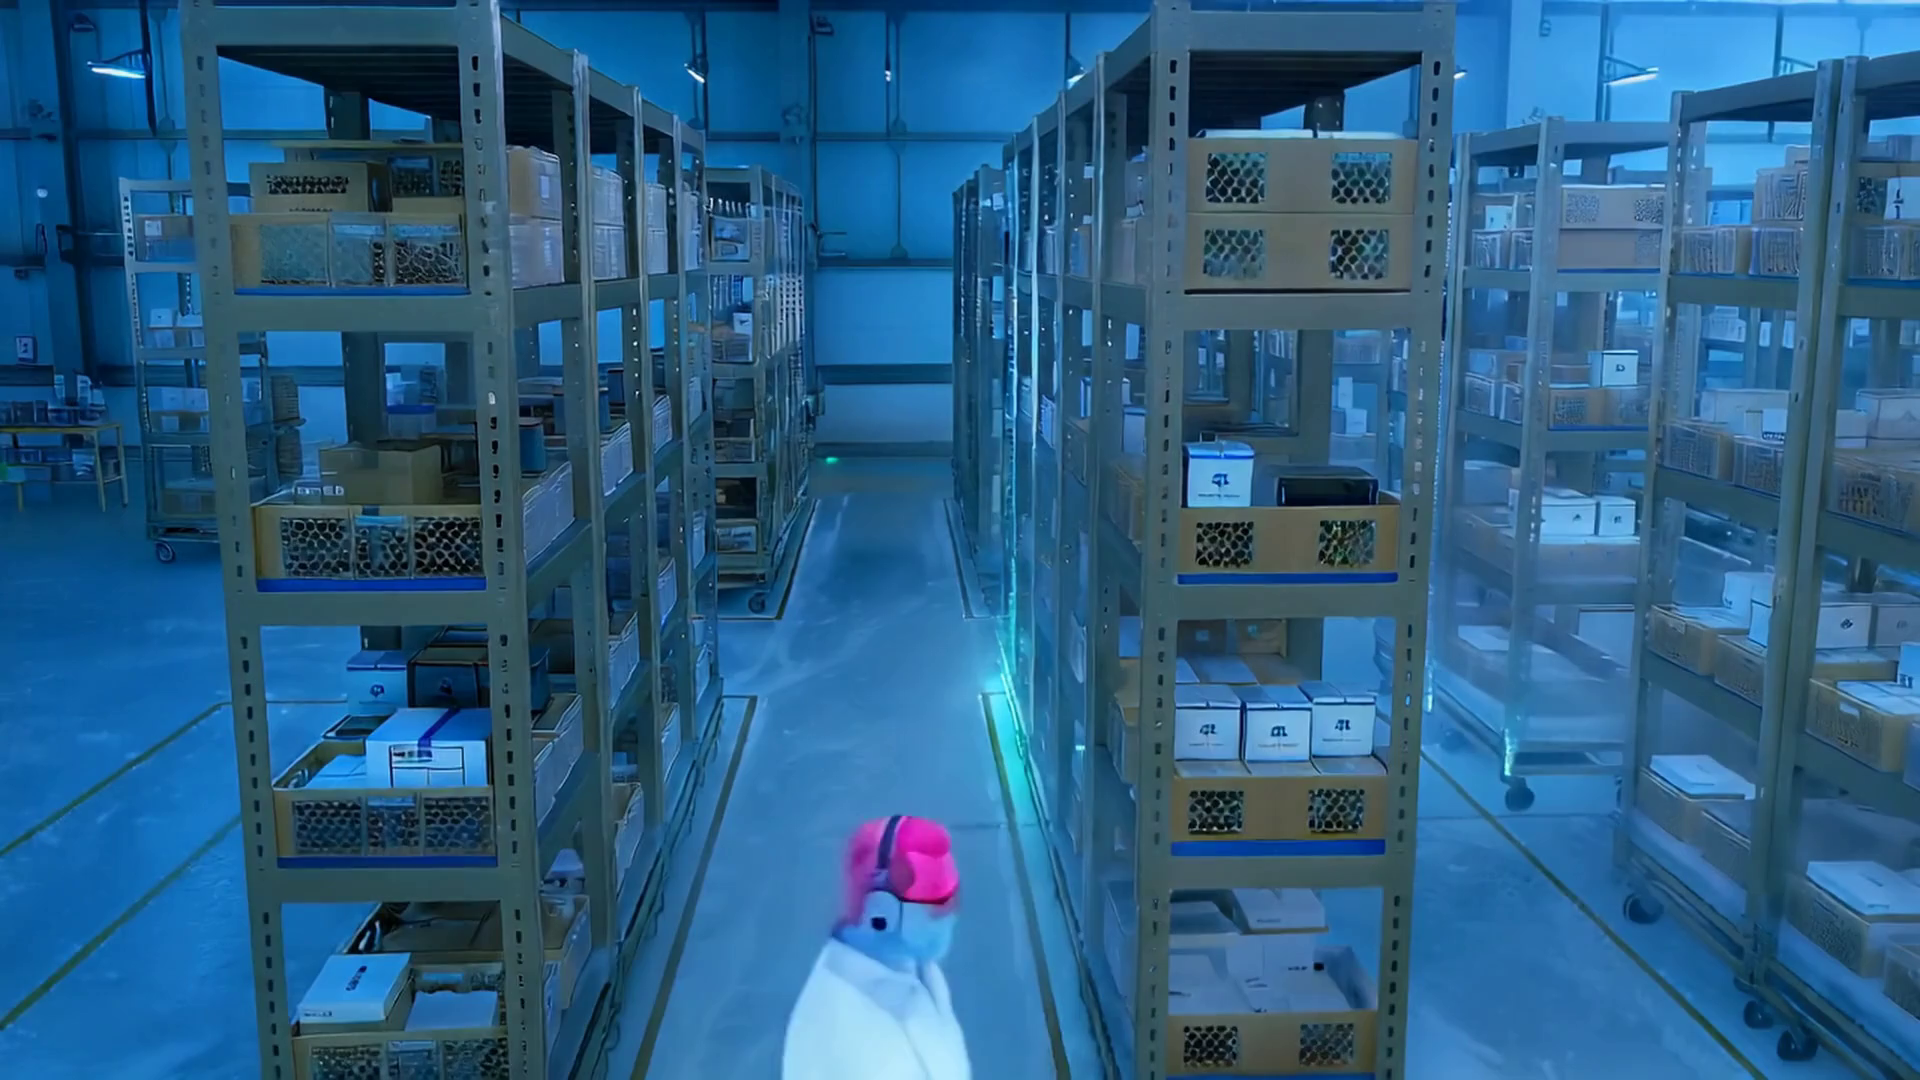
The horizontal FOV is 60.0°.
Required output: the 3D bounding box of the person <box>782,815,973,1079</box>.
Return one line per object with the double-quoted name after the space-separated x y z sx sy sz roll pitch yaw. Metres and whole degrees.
-0.200 1.456 3.415 0.989 1.864 0.663 1 10 8 "person"
